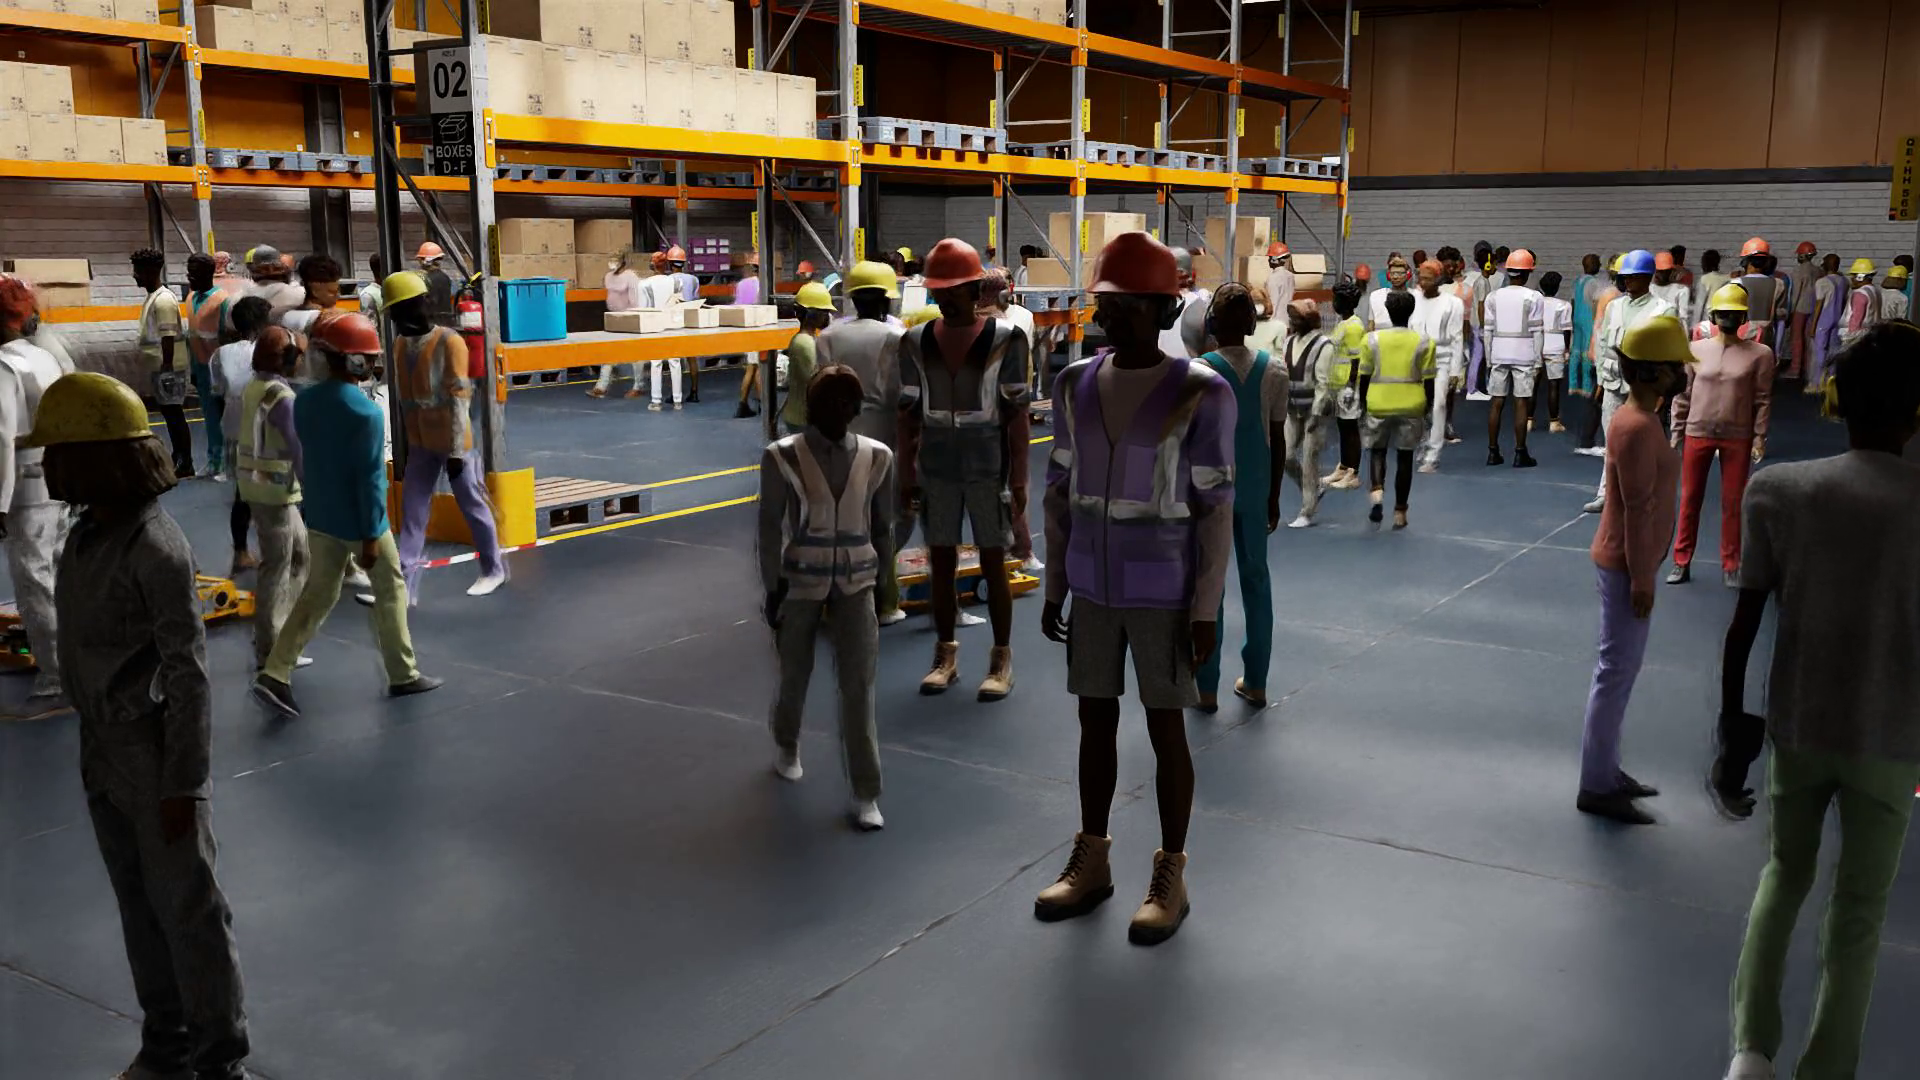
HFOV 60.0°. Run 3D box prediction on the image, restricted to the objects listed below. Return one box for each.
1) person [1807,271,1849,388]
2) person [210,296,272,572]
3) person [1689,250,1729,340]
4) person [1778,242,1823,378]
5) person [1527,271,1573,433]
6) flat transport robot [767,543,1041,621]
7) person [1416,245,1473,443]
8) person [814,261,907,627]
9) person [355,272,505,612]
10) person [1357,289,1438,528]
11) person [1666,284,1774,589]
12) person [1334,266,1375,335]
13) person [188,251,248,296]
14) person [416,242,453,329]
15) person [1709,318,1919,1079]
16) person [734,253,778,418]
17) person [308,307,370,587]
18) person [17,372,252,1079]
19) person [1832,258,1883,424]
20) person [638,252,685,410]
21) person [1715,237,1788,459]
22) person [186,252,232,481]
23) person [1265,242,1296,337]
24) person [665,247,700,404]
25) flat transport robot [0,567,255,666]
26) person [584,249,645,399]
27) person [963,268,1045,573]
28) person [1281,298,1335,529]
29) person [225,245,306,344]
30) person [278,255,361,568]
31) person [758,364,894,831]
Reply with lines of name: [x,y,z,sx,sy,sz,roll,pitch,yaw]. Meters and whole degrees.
person: [11.673,-2.781,22.261,0.532,1.598,0.782,-1,10,-6]
person: [-4.298,-0.632,10.142,0.571,1.689,0.361,3,11,17]
person: [9.634,-2.745,21.280,0.689,1.898,0.386,-7,12,-34]
person: [12.365,-3.369,24.420,0.610,1.997,0.375,-6,12,-28]
person: [6.173,-1.973,17.515,0.534,1.697,0.322,9,13,40]
flat transport robot: [-0.302,0.219,9.323,1.431,0.197,0.652,-8,13,-37]
person: [4.814,-1.942,16.597,0.606,1.967,0.367,-1,10,-6]
person: [-0.457,-0.506,8.788,0.671,1.911,0.440,4,11,23]
person: [-2.917,-0.546,9.185,0.616,1.851,1.022,6,12,28]
person: [3.070,-0.918,11.690,0.553,1.680,0.380,3,11,18]
person: [4.422,-0.599,9.702,0.532,1.772,0.300,5,11,26]
person: [5.201,-2.733,21.751,0.581,1.691,0.949,2,10,11]
person: [-7.633,-2.042,17.316,0.651,1.906,0.402,-2,10,-8]
person: [-5.979,-2.388,18.986,0.379,1.996,0.609,0,10,1]
person: [1.948,0.454,3.634,0.501,1.855,0.431,9,14,41]
person: [-2.306,-2.365,19.131,0.559,1.891,0.861,8,13,38]
person: [-3.621,-0.541,9.756,0.288,1.634,0.499,-7,12,-32]
person: [-1.836,0.498,3.693,0.490,1.743,0.324,9,14,41]
person: [9.931,-2.191,18.386,0.403,1.827,0.596,10,14,43]
person: [-3.550,-2.484,19.830,0.573,1.883,0.355,-5,11,-24]
person: [7.288,-1.763,15.392,0.611,2.042,0.396,0,10,1]
person: [-6.294,-1.458,14.050,0.590,1.920,0.399,7,12,34]
person: [3.878,-2.635,20.357,0.377,1.995,0.608,7,12,33]
person: [-3.481,-2.654,20.616,0.542,1.939,0.363,-8,13,-38]
flat transport robot: [-4.329,0.368,8.496,0.652,0.197,1.431,5,11,24]
person: [-4.362,-2.711,21.039,0.646,1.897,0.929,8,13,37]
person: [0.146,-0.669,9.900,0.649,1.878,0.930,6,12,32]
person: [2.450,-0.890,11.729,0.413,1.626,0.506,-7,12,-33]
person: [-5.475,-1.424,13.521,0.701,2.000,1.049,2,11,13]
person: [-3.859,-0.749,10.087,0.605,1.940,0.441,7,12,32]
person: [-0.488,0.163,5.966,0.524,1.596,0.868,-3,11,-18]
